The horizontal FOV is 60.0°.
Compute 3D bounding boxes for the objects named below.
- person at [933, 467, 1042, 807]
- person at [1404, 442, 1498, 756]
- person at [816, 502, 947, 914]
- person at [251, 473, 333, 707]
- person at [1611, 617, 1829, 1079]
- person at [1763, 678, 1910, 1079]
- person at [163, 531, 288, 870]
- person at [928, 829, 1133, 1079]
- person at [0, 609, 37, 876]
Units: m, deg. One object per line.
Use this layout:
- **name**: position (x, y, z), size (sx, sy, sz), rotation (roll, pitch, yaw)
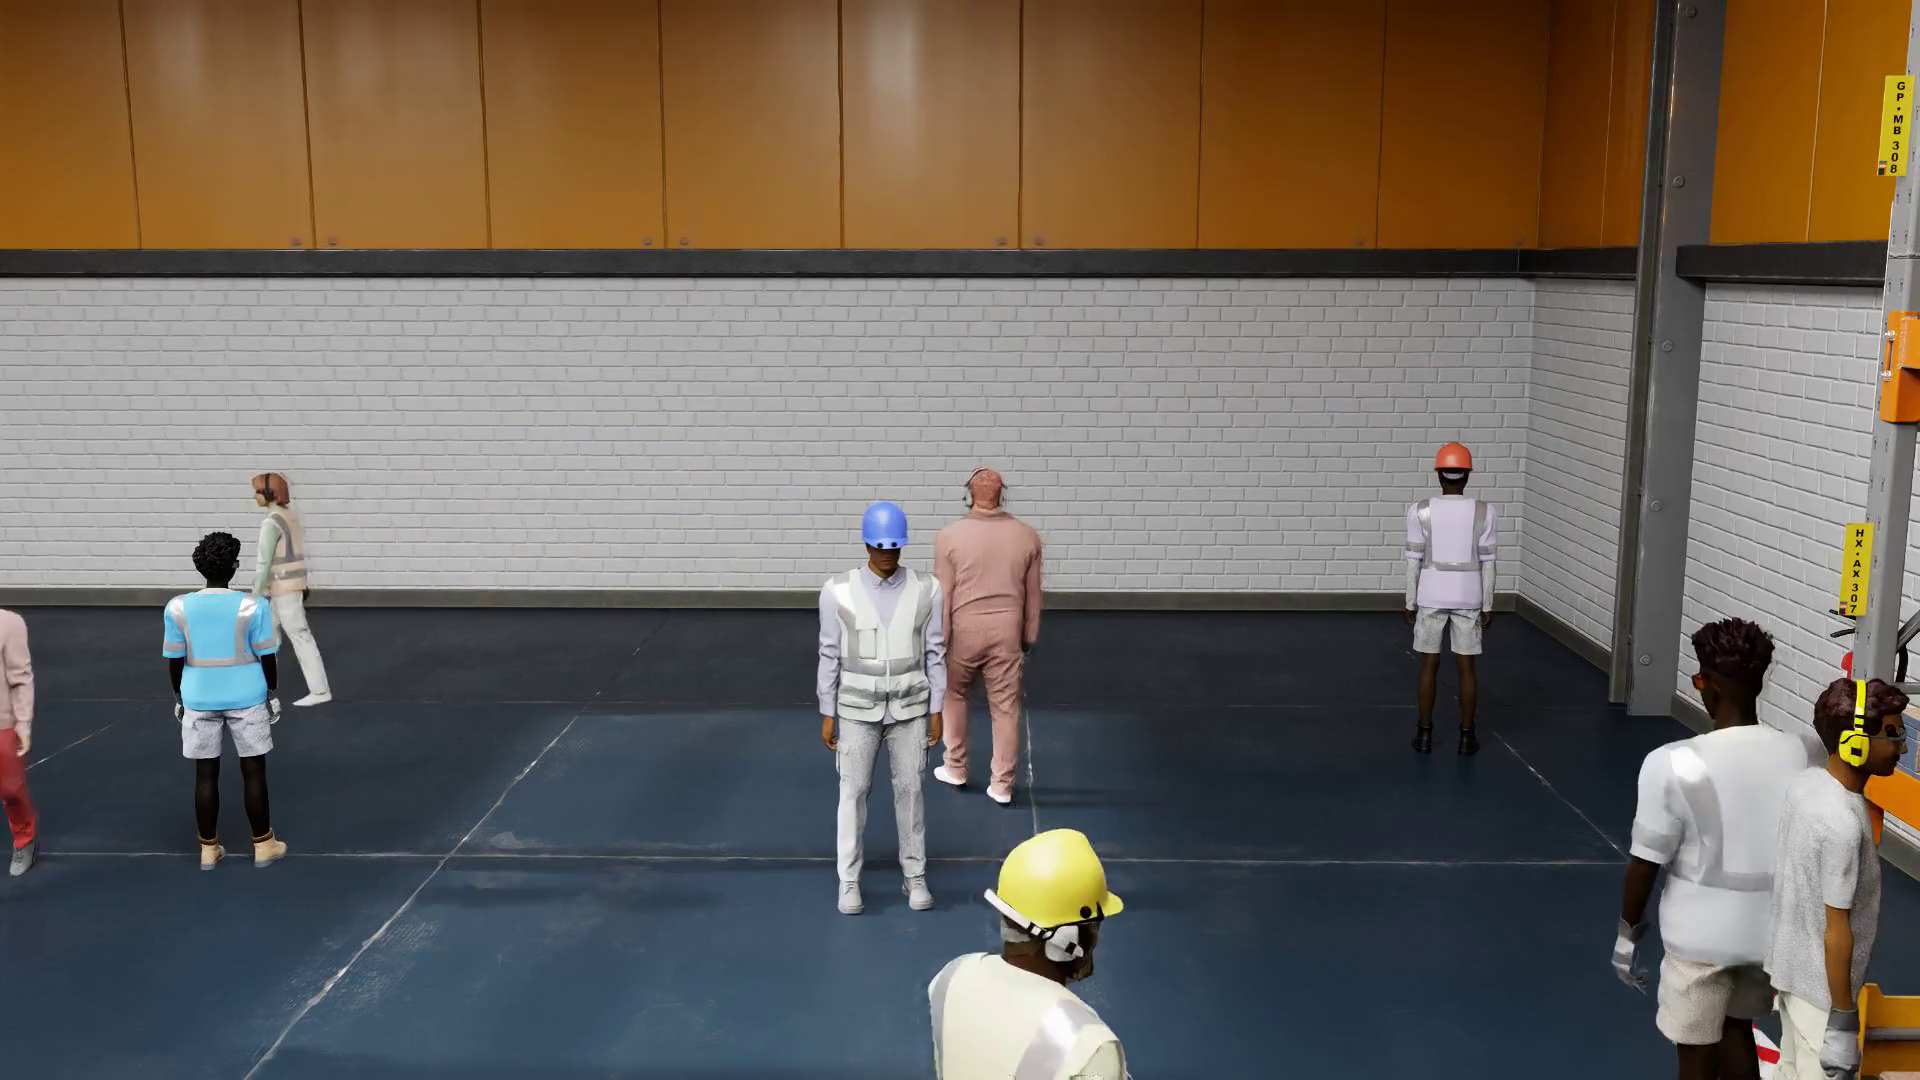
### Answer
- **person**: position (0.108, 0.524, 9.410), size (0.685, 1.878, 0.773), rotation (-3, 10, -19)
- **person**: position (3.003, 0.364, 10.220), size (0.543, 1.932, 0.370), rotation (3, 10, 15)
- **person**: position (-0.361, 0.777, 7.724), size (0.610, 1.938, 0.411), rotation (-2, 10, -10)
- **person**: position (-4.686, 0.350, 11.264), size (0.830, 1.598, 0.536), rotation (-1, 10, -7)
- **person**: position (2.347, 1.193, 5.182), size (0.627, 1.947, 0.495), rotation (-1, 10, -4)
- **person**: position (2.486, 1.301, 4.792), size (0.311, 1.869, 0.530), rotation (2, 10, 14)
- **person**: position (-3.658, 0.802, 8.296), size (0.540, 1.695, 0.317), rotation (-1, 10, -6)
- **person**: position (0.109, 1.525, 3.650), size (0.646, 1.811, 0.591), rotation (-6, 11, -33)
- **person**: position (-4.657, 0.856, 7.891), size (0.528, 1.722, 0.854), rotation (-4, 10, -22)
